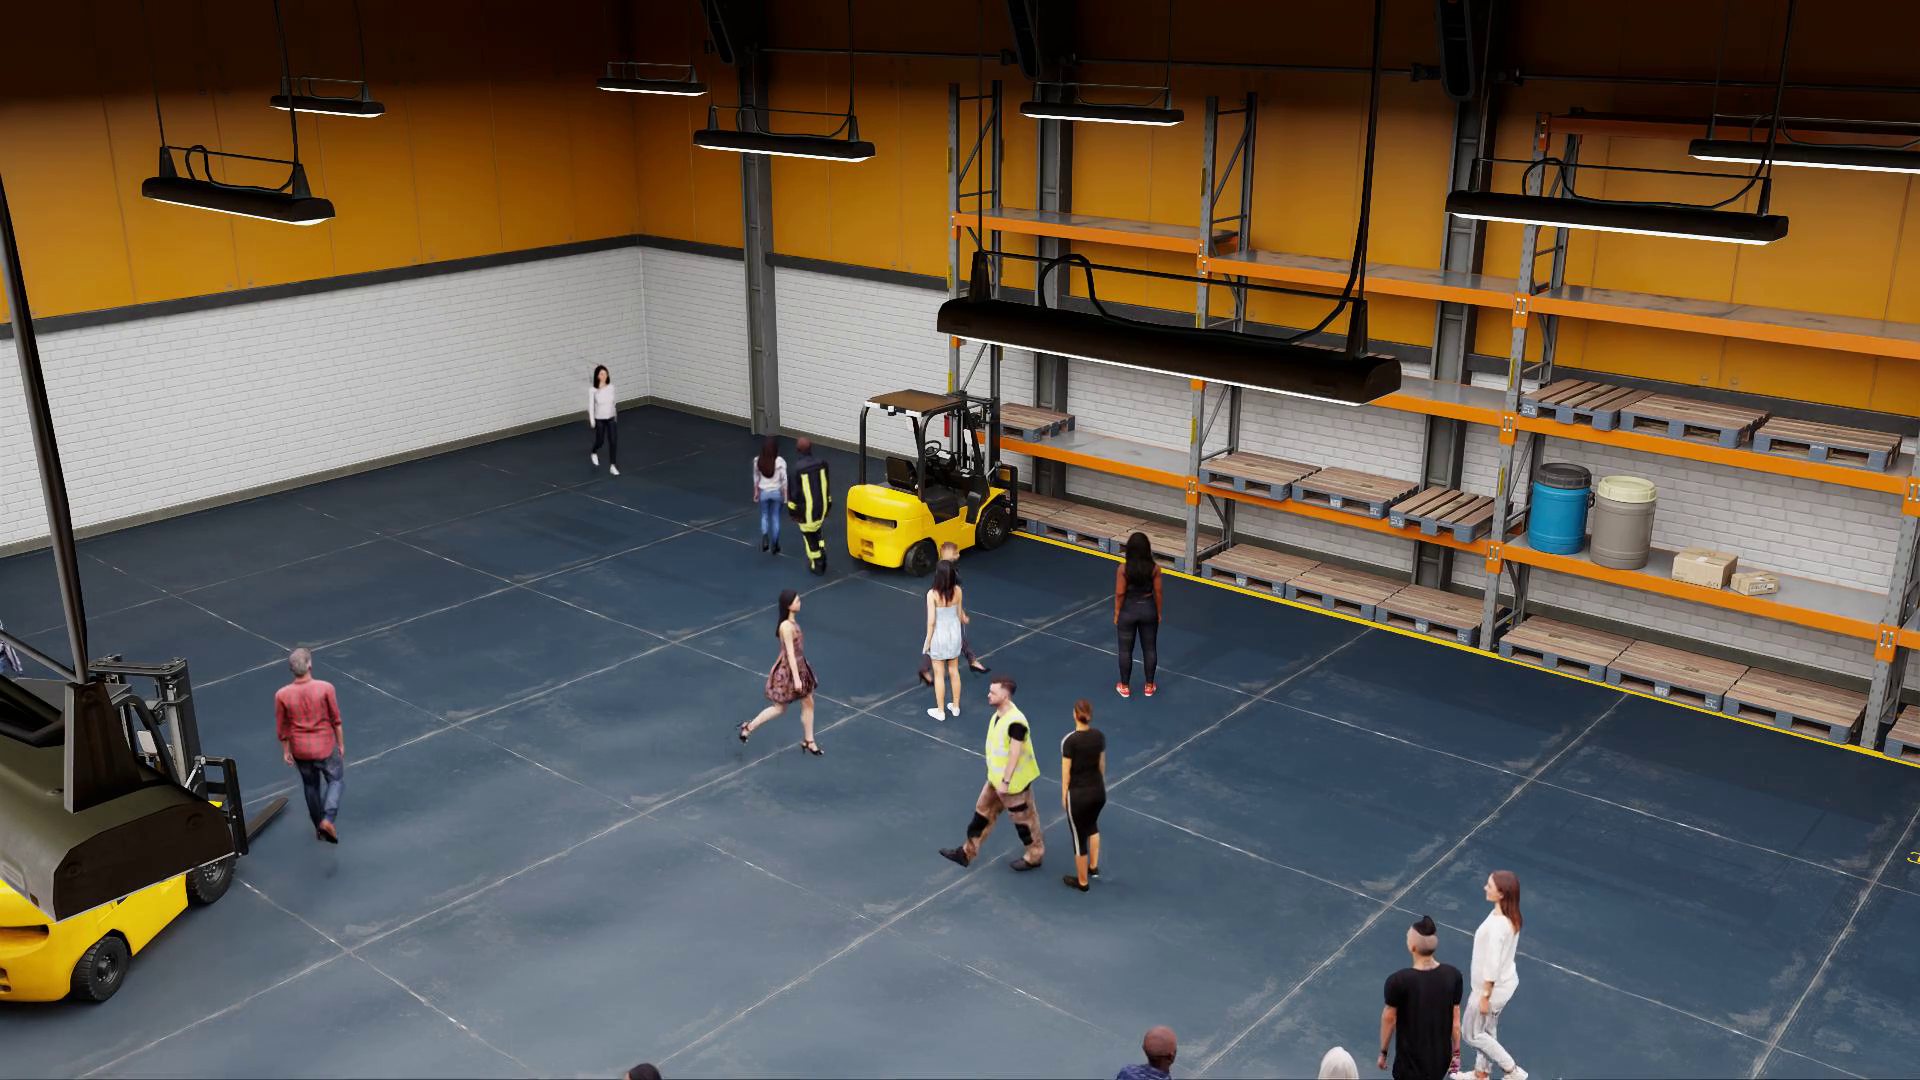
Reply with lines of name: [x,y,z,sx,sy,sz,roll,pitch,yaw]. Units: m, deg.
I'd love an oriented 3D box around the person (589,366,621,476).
person: [-5.543,-1.873,25.789,0.774,1.679,1.049,-13,23,-34]

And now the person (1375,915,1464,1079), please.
person: [2.939,3.259,10.331,1.079,1.818,1.281,-6,20,-17]

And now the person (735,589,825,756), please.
person: [-1.718,1.337,16.145,1.175,1.749,1.058,0,19,0]

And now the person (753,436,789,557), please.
person: [-2.517,-0.559,21.980,0.742,1.619,0.817,2,19,6]

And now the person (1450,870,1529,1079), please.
person: [3.673,3.023,11.246,0.802,1.681,0.708,10,21,26]

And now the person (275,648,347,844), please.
person: [-5.649,1.845,14.532,1.005,1.816,1.086,-3,19,-10]

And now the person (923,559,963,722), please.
person: [-0.154,1.013,17.136,0.651,1.730,0.634,-11,22,-30]

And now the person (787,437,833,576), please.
person: [-1.866,-0.415,21.263,0.814,1.802,0.811,-13,23,-34]

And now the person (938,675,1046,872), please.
person: [0.483,2.005,14.091,1.141,1.794,1.193,-6,20,-18]

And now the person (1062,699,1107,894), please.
person: [1.068,2.144,13.904,0.676,1.651,0.713,-12,22,-32]

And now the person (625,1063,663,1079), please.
person: [-1.714,3.666,9.277,0.458,1.718,0.675,17,25,41]

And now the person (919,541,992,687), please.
person: [-0.239,0.823,17.856,1.086,1.631,0.977,0,19,-1]

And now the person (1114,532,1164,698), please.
person: [1.889,0.790,17.669,0.766,1.814,0.838,0,19,-1]

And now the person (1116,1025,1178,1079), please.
person: [1.027,3.618,9.358,0.818,1.758,1.119,-17,25,-41]
